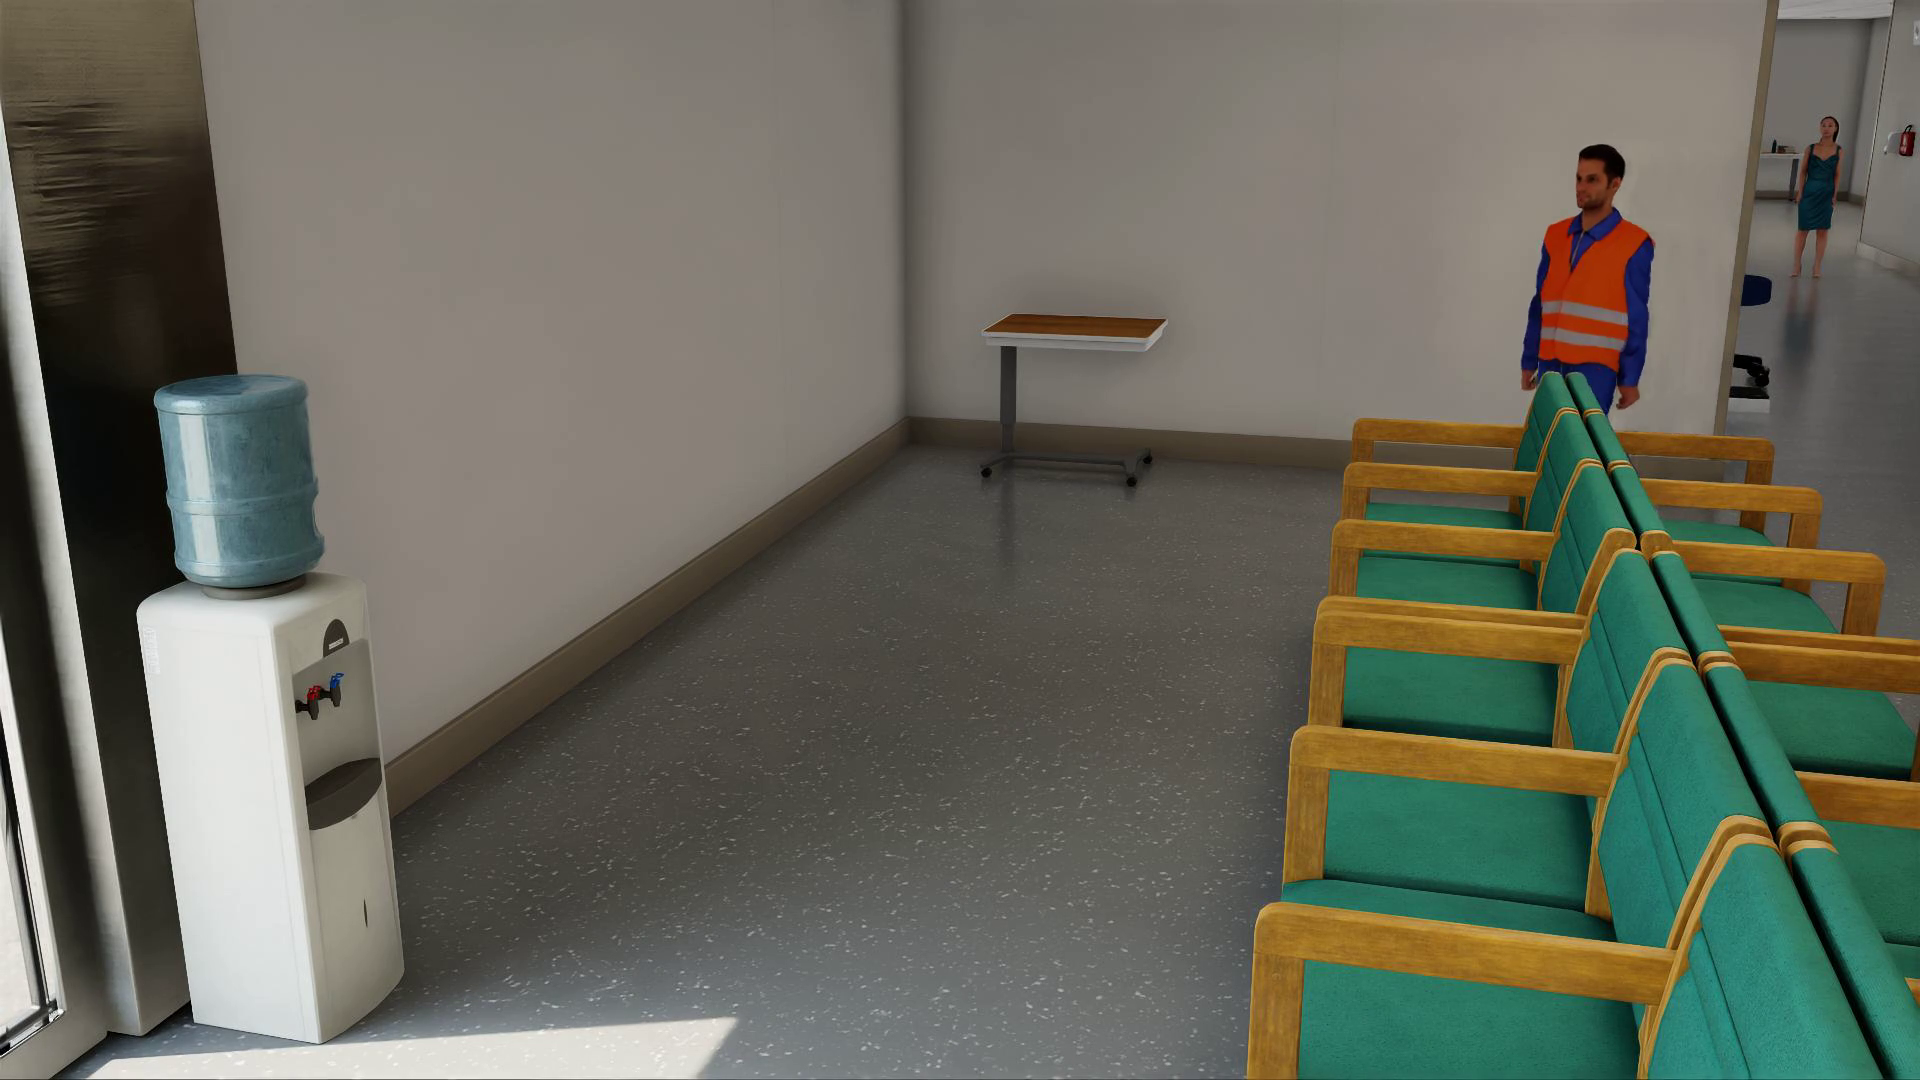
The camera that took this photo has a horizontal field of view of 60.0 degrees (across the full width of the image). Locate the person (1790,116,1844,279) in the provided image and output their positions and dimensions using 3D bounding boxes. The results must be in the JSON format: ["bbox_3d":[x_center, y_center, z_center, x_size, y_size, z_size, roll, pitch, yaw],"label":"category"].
[{"bbox_3d":[9.136,-3.647,17.716,0.482,1.686,0.636,8,17,25],"label":"person"}]

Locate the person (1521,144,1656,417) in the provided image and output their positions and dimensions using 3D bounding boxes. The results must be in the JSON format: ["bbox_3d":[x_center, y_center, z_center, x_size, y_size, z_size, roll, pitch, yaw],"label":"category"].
[{"bbox_3d":[2.649,-0.704,6.991,1.159,1.841,1.156,-12,20,-36],"label":"person"}]
